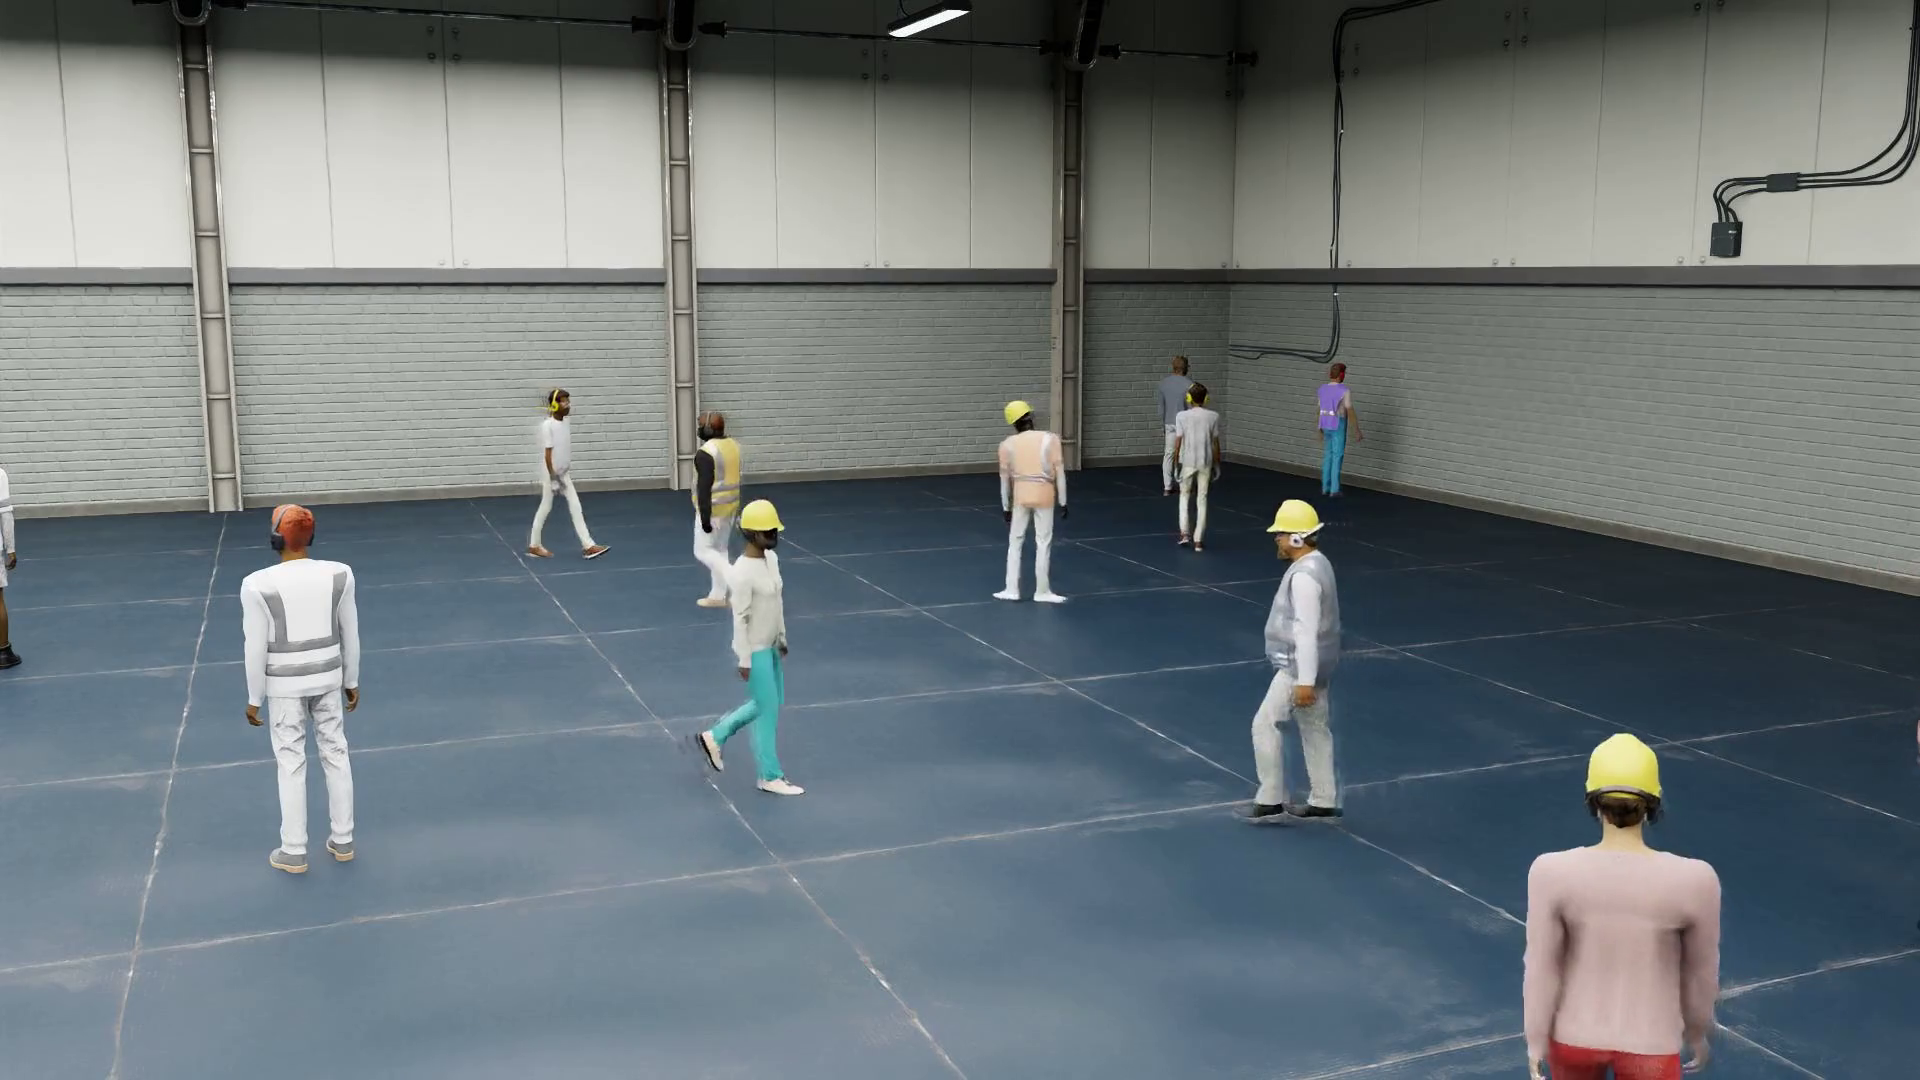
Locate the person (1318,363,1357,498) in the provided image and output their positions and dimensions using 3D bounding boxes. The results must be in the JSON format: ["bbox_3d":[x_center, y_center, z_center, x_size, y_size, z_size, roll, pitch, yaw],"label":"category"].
[{"bbox_3d":[5.110,-1.495,22.718,0.401,1.846,0.578,-5,10,-30],"label":"person"}]

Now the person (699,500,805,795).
[{"bbox_3d":[-1.231,0.619,9.749,0.626,1.746,0.531,2,9,14],"label":"person"}]

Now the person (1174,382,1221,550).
[{"bbox_3d":[2.645,-0.825,18.491,0.525,1.849,0.598,1,9,6],"label":"person"}]

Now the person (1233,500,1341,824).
[{"bbox_3d":[1.789,0.678,9.170,0.682,1.806,0.630,3,10,19],"label":"person"}]

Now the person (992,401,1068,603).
[{"bbox_3d":[0.666,-0.340,15.388,0.683,1.878,0.369,3,9,16],"label":"person"}]

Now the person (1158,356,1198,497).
[{"bbox_3d":[2.998,-1.552,22.777,0.371,1.941,0.627,-9,13,-44],"label":"person"}]

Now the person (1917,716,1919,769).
[{"bbox_3d":[4.596,0.937,7.292,0.588,1.884,0.675,-4,10,-24],"label":"person"}]

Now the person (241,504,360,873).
[{"bbox_3d":[-3.351,0.750,8.494,0.583,1.884,0.350,-8,12,-42],"label":"person"}]

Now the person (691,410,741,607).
[{"bbox_3d":[-2.162,-0.261,15.058,0.546,1.829,0.624,4,10,21],"label":"person"}]

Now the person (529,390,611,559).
[{"bbox_3d":[-4.233,-0.687,17.714,0.995,1.818,0.551,3,10,20],"label":"person"}]

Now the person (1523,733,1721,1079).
[{"bbox_3d":[1.858,1.426,4.714,0.522,1.739,0.757,4,10,22],"label":"person"}]

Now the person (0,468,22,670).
[{"bbox_3d":[-7.549,0.045,12.757,0.553,1.935,0.364,-3,10,-19],"label":"person"}]
